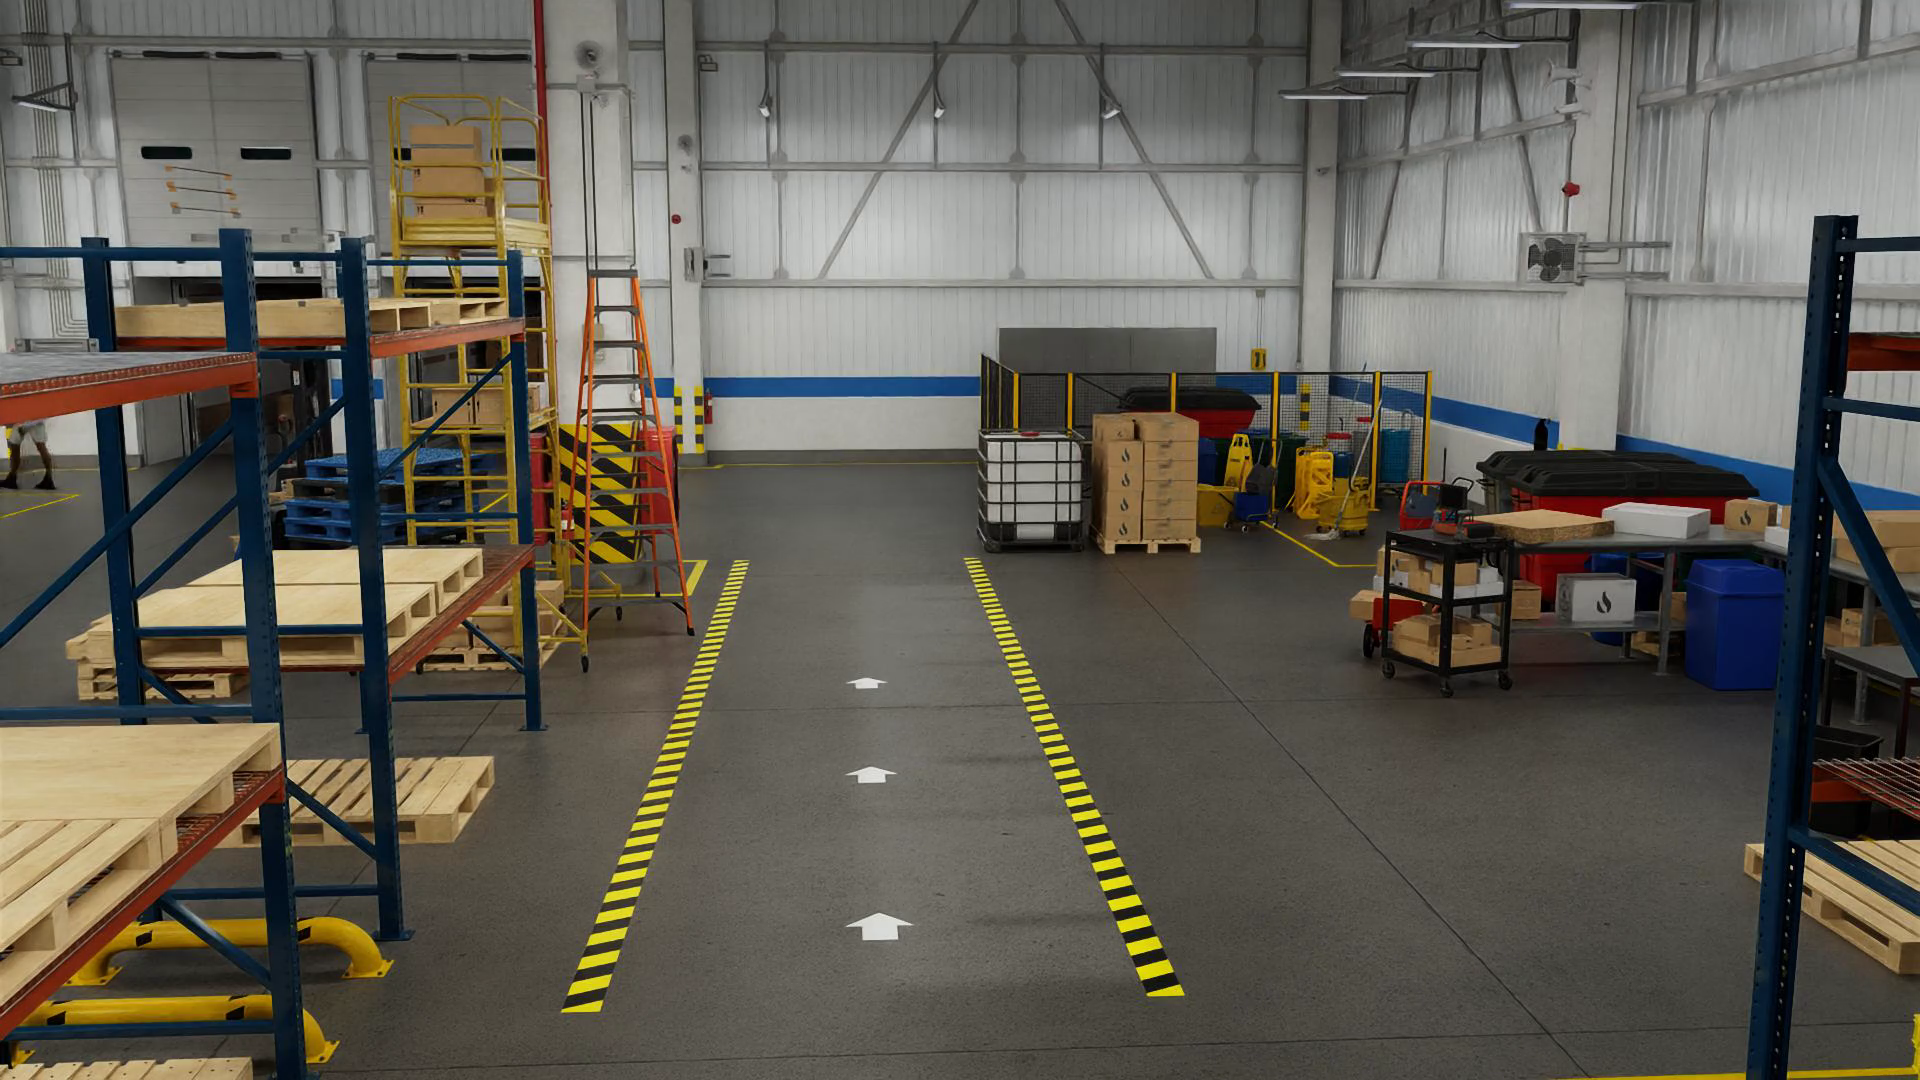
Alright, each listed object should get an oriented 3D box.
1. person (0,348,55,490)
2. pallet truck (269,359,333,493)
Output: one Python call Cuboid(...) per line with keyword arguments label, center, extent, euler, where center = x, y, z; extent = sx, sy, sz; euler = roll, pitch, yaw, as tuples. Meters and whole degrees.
Cuboid(label="person", center=(-12.595, -1.624, 22.349), extent=(0.896, 1.905, 0.545), euler=(3, 10, 19))
Cuboid(label="pallet truck", center=(-7.062, -1.131, 18.996), extent=(1.885, 1.965, 0.823), euler=(2, 9, 13))
